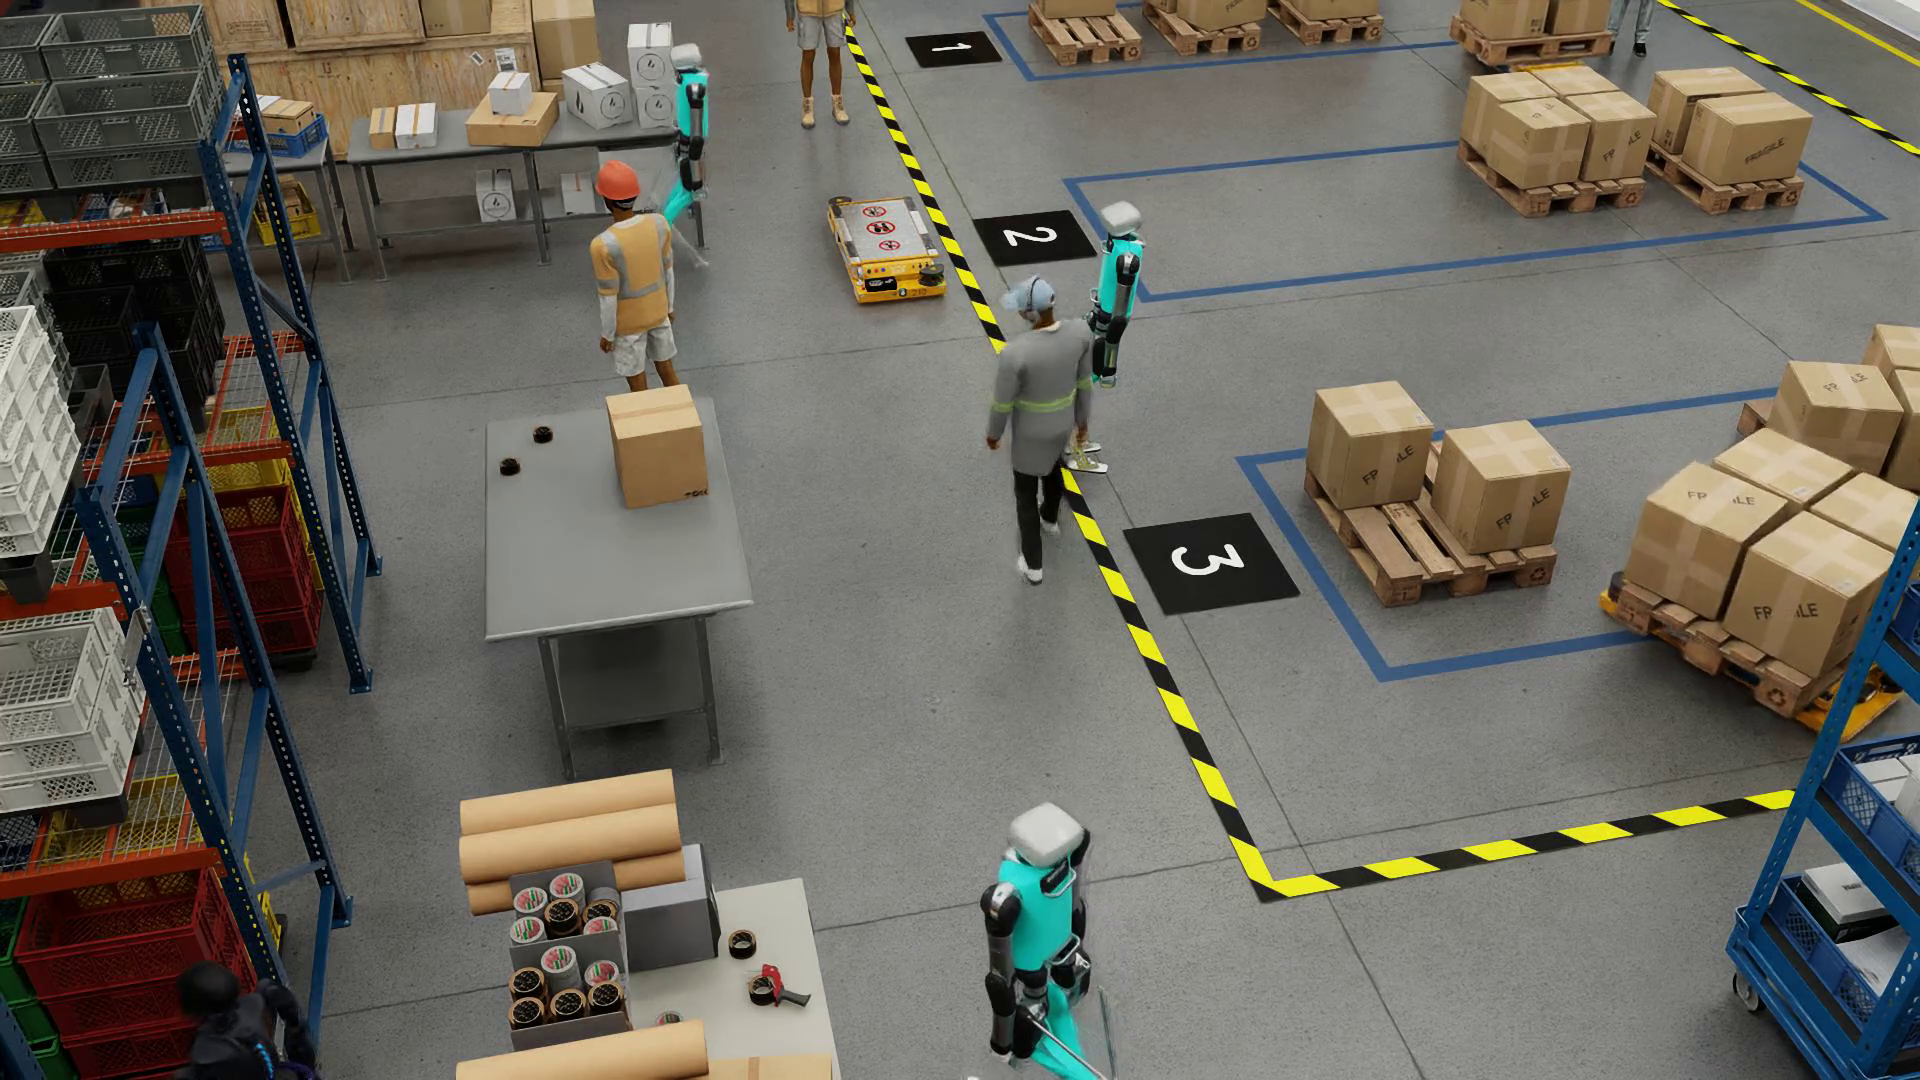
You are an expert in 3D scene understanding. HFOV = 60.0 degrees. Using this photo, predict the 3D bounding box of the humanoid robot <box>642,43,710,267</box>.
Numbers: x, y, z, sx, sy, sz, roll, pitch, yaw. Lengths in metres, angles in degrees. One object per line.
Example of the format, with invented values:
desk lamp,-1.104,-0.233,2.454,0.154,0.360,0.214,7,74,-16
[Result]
humanoid robot,-2.116,-2.627,11.888,0.791,1.805,0.530,-8,37,-11

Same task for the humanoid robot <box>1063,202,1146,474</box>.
humanoid robot,0.682,-1.171,9.787,0.735,1.675,0.533,-1,37,-1

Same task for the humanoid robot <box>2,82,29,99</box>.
humanoid robot,-7.278,-3.497,12.910,0.735,1.677,0.533,-18,40,-23

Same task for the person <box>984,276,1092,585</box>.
person,0.421,-0.656,9.162,0.608,1.809,0.663,-20,41,-25

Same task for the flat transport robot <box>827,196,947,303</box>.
flat transport robot,-0.570,-2.220,12.538,0.659,0.231,1.431,-8,37,-10

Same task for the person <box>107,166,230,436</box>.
person,-4.918,-1.483,10.231,0.340,1.841,0.500,-26,44,-30

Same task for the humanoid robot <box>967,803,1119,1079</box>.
humanoid robot,0.449,1.753,6.000,1.047,1.756,0.557,25,43,29

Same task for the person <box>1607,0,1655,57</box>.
person,6.446,-5.465,15.585,0.587,1.837,0.404,8,37,10

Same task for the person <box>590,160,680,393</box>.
person,-1.942,-1.352,9.973,0.358,1.939,0.542,30,46,34

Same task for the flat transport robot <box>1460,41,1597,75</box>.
flat transport robot,5.328,-4.524,15.611,0.652,0.197,1.431,-8,37,-10

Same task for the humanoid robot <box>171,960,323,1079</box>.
humanoid robot,-2.366,2.018,5.685,0.456,1.641,0.589,13,39,17

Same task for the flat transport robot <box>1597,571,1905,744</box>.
flat transport robot,4.220,0.500,8.859,0.652,0.197,1.431,-26,44,-30

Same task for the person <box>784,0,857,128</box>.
person,-1.185,-4.526,14.153,0.615,2.040,0.370,-8,37,-11
